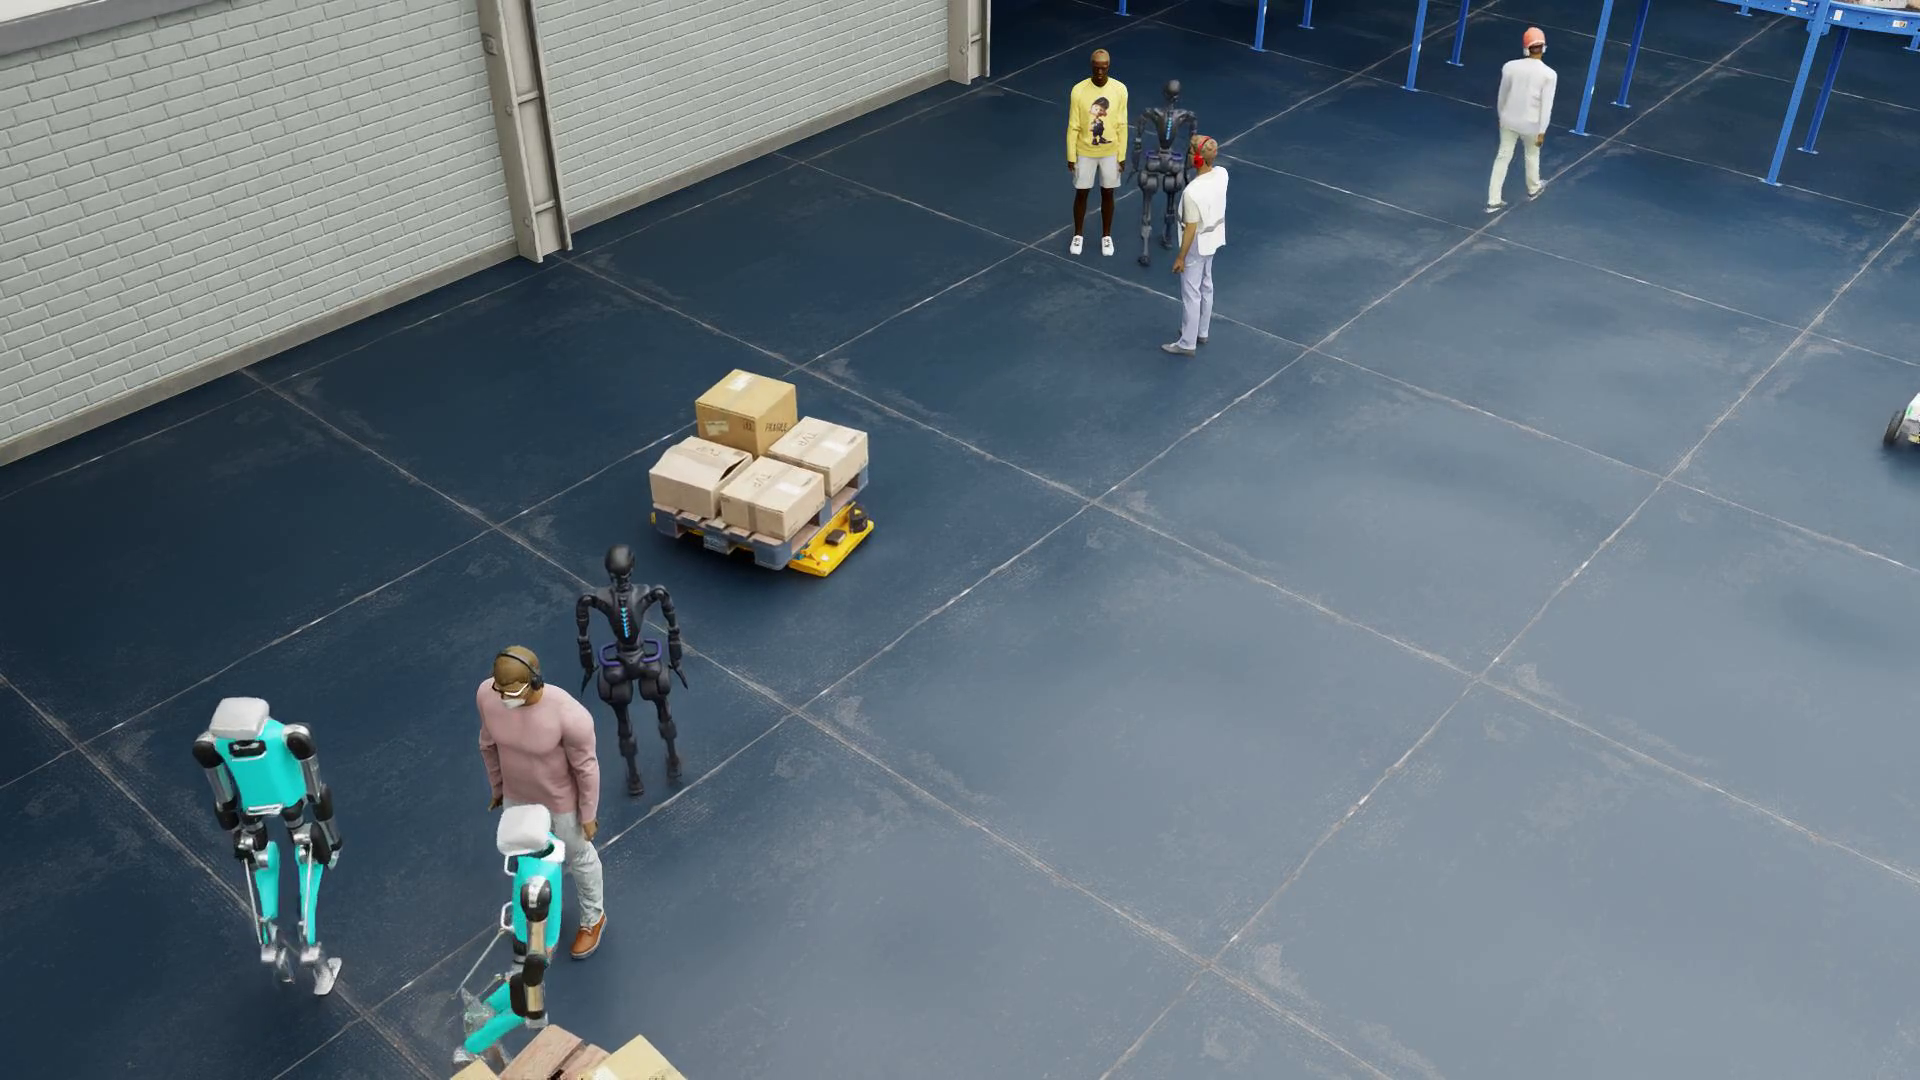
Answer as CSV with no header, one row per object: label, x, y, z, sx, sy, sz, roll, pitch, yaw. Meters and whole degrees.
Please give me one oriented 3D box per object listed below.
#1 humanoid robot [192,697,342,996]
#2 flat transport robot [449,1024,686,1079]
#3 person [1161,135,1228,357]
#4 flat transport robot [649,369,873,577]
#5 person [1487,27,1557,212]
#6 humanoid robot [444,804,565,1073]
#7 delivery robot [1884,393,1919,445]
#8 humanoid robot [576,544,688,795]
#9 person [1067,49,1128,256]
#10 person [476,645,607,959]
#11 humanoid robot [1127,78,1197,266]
humanoid robot,-3.233,1.599,7.902,0.530,1.827,0.665,-4,36,-6
flat transport robot,-1.747,2.939,7.261,1.431,0.231,0.659,19,40,25
person,1.909,-2.345,13.321,0.390,1.846,0.566,21,40,27
flat transport robot,-1.387,-0.163,11.616,1.431,0.231,0.659,17,39,22
person,5.384,-3.997,15.764,0.852,1.696,0.592,-29,45,-35
humanoid robot,-2.081,1.941,7.399,0.824,1.756,0.550,-8,36,-11
delivery robot,7.358,-0.971,12.478,0.499,0.564,0.744,28,44,33
humanoid robot,-1.813,0.711,9.172,0.589,1.655,0.335,-7,36,-9
person,1.216,-3.455,14.846,0.538,1.893,0.375,0,35,-1
person,-2.042,1.271,8.169,0.626,1.935,0.372,12,37,17
humanoid robot,1.793,-3.310,14.855,0.585,1.636,0.724,1,35,2
